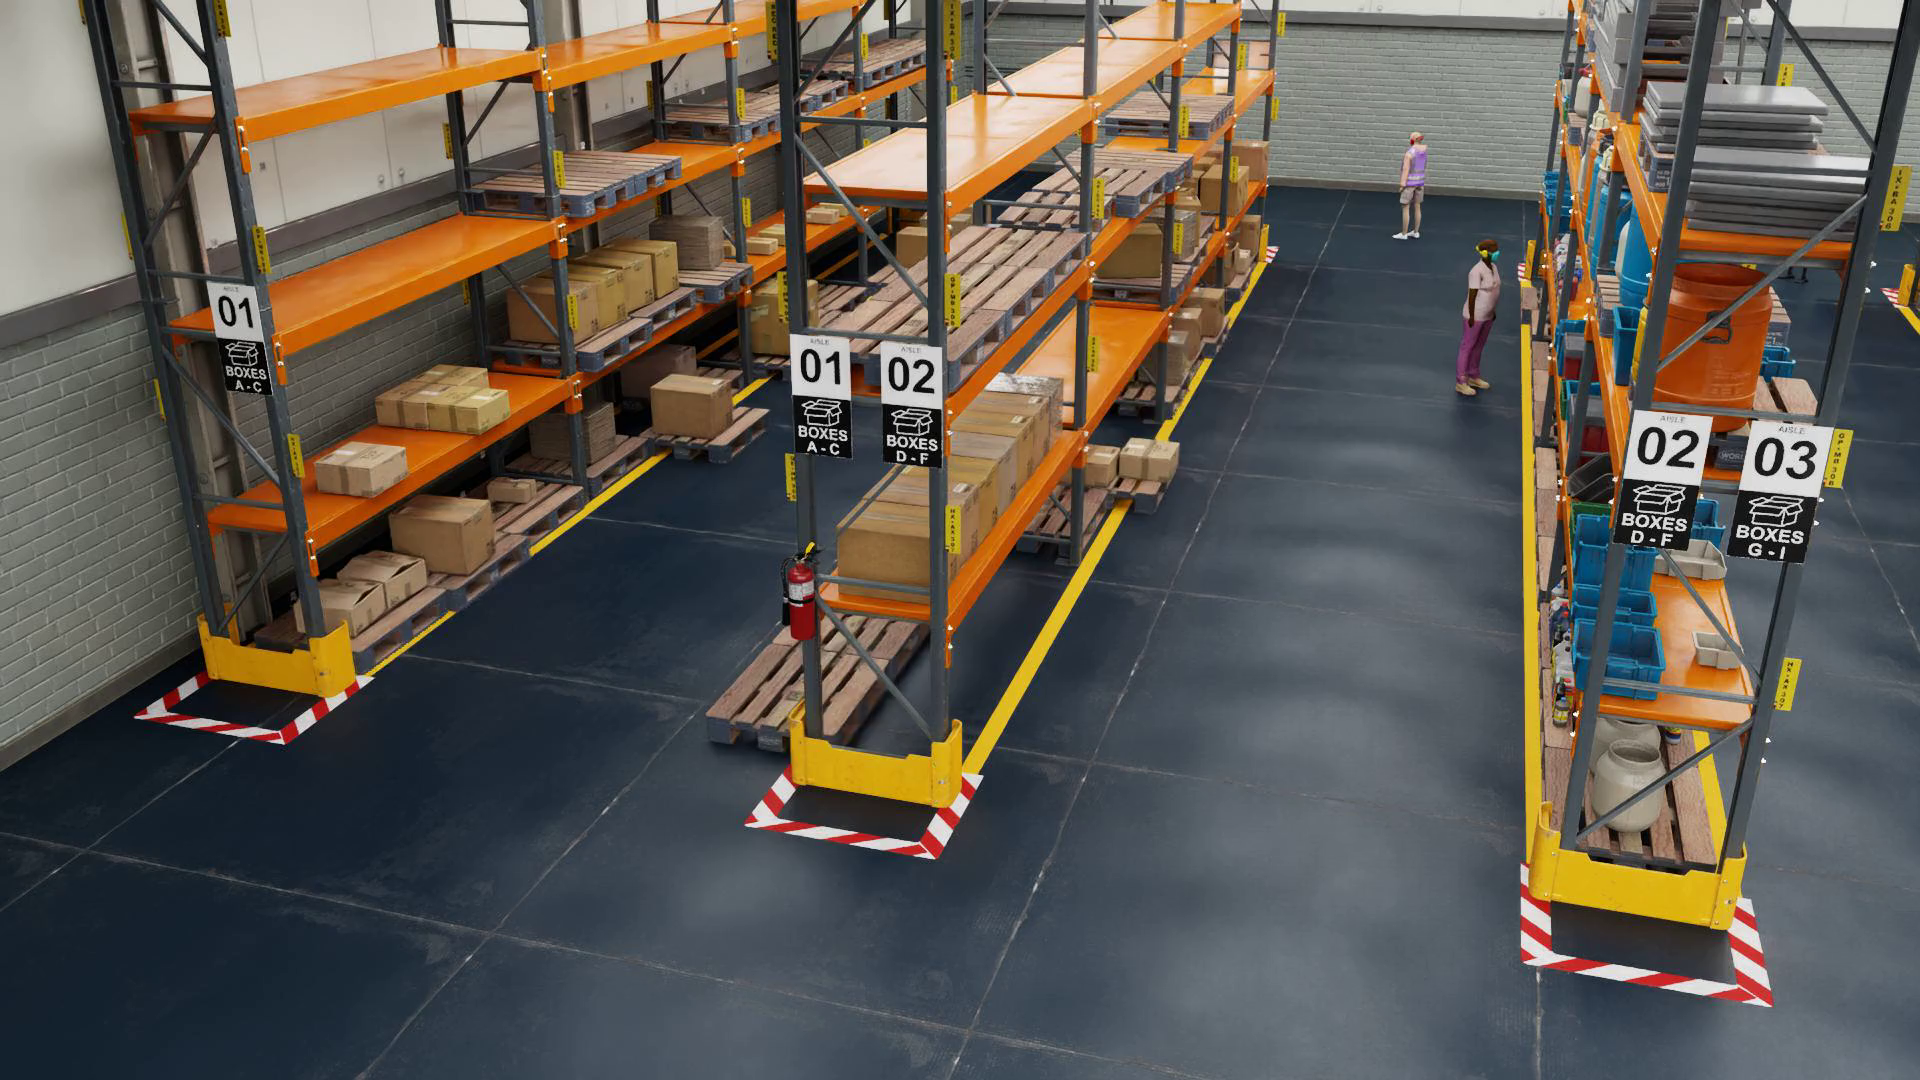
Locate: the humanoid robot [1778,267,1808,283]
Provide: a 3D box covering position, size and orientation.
[{"bbox_3d":[12.157,-4.540,23.904,0.315,1.657,0.599,-9,25,-19],"label":"humanoid robot"}]

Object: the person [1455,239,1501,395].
[{"bbox_3d":[6.022,-2.595,19.253,0.520,1.803,0.331,-21,31,-40],"label":"person"}]

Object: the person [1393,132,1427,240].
[{"bbox_3d":[7.180,-5.620,26.415,0.489,1.688,0.351,-14,27,-30],"label":"person"}]
